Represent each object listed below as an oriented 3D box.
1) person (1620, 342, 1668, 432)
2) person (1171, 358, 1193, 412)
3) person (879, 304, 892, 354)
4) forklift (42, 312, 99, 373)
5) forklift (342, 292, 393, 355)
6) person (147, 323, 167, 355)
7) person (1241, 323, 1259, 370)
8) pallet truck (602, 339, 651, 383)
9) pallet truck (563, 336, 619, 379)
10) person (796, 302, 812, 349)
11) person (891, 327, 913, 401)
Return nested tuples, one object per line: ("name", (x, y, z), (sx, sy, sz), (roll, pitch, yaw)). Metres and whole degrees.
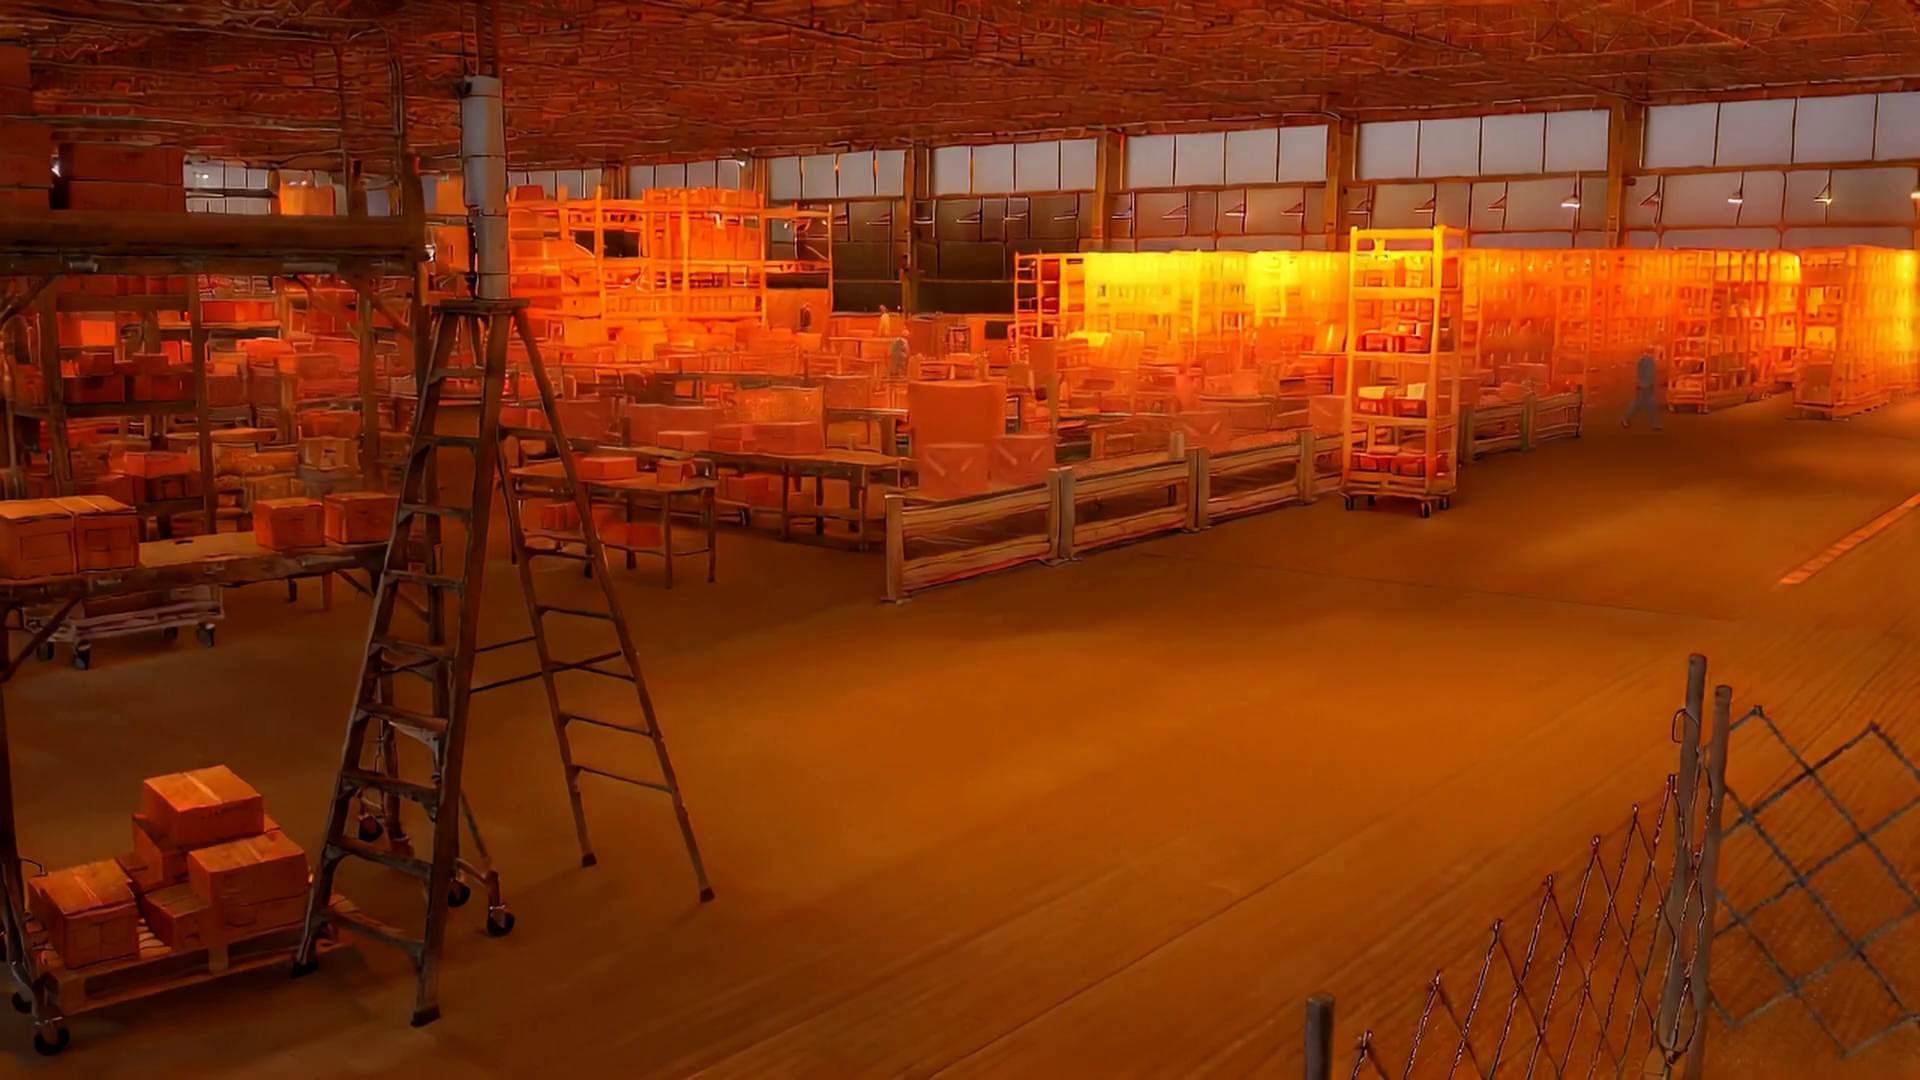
("person", (13.189, -2.949, 32.054), (0.530, 1.720, 0.918), (-7, 12, -38))
("person", (3.831, -2.311, 28.388), (0.443, 1.603, 0.551), (7, 11, 37))
("person", (-2.510, -6.989, 56.394), (1.017, 2.007, 0.620), (4, 10, 22))
("forklift", (-23.779, -5.451, 44.052), (1.873, 2.768, 1.129), (7, 11, 36))
("forklift", (-16.485, -5.622, 45.120), (1.129, 2.768, 1.873), (7, 11, 37))
("person", (-19.163, -4.252, 39.778), (0.633, 1.853, 1.020), (8, 12, 41))
("person", (6.651, -4.024, 38.163), (0.408, 1.913, 0.642), (3, 9, 16))
("pallet truck", (-8.991, -4.871, 45.351), (0.653, 1.274, 1.630), (7, 11, 37))
("pallet truck", (-10.690, -5.294, 48.215), (1.601, 1.201, 0.680), (-5, 10, -26))
("person", (-6.115, -8.406, 65.489), (0.614, 1.919, 0.851), (6, 11, 35))
("person", (-1.237, -4.045, 38.660), (0.925, 1.781, 0.597), (3, 10, 20))
